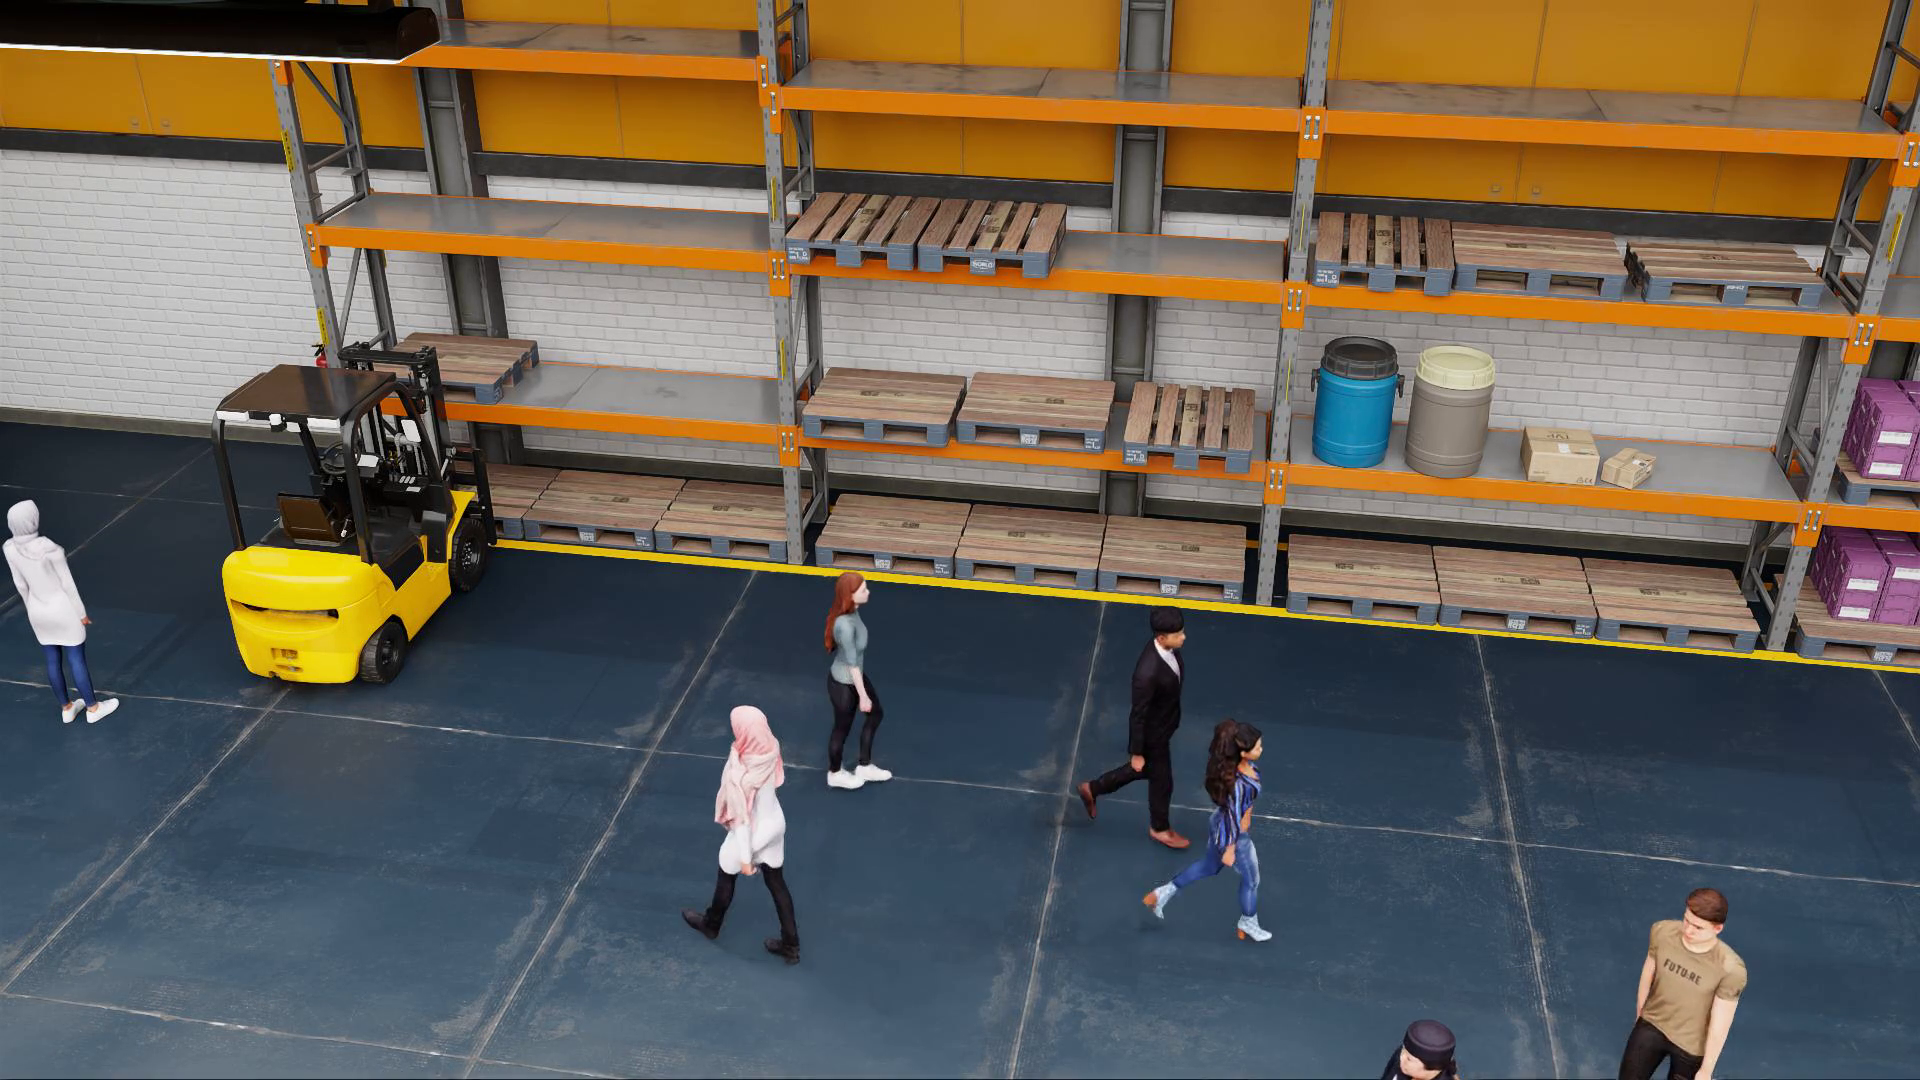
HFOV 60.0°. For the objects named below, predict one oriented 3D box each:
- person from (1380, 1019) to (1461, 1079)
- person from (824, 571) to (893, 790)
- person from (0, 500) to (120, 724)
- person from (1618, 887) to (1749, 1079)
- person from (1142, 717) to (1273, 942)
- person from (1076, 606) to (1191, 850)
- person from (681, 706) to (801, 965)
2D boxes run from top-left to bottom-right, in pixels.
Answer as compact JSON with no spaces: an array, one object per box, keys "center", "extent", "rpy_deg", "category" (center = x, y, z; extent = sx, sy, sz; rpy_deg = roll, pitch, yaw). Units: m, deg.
[{"center":[2.196,2.902,7.740],"extent":[1.094,1.633,0.831],"rpy_deg":[-1,29,-1],"category":"person"},{"center":[-0.831,0.977,11.172],"extent":[0.705,1.726,0.634],"rpy_deg":[1,29,2],"category":"person"},{"center":[-6.511,0.526,11.946],"extent":[0.455,1.775,0.664],"rpy_deg":[4,29,8],"category":"person"},{"center":[3.657,2.446,8.361],"extent":[0.859,1.838,0.783],"rpy_deg":[-24,37,-36],"category":"person"},{"center":[1.528,1.748,9.897],"extent":[1.053,1.593,0.693],"rpy_deg":[1,29,2],"category":"person"},{"center":[1.147,1.189,10.652],"extent":[1.124,1.852,0.898],"rpy_deg":[12,31,21],"category":"person"},{"center":[-1.118,1.746,9.710],"extent":[1.116,1.775,0.889],"rpy_deg":[16,33,27],"category":"person"}]
